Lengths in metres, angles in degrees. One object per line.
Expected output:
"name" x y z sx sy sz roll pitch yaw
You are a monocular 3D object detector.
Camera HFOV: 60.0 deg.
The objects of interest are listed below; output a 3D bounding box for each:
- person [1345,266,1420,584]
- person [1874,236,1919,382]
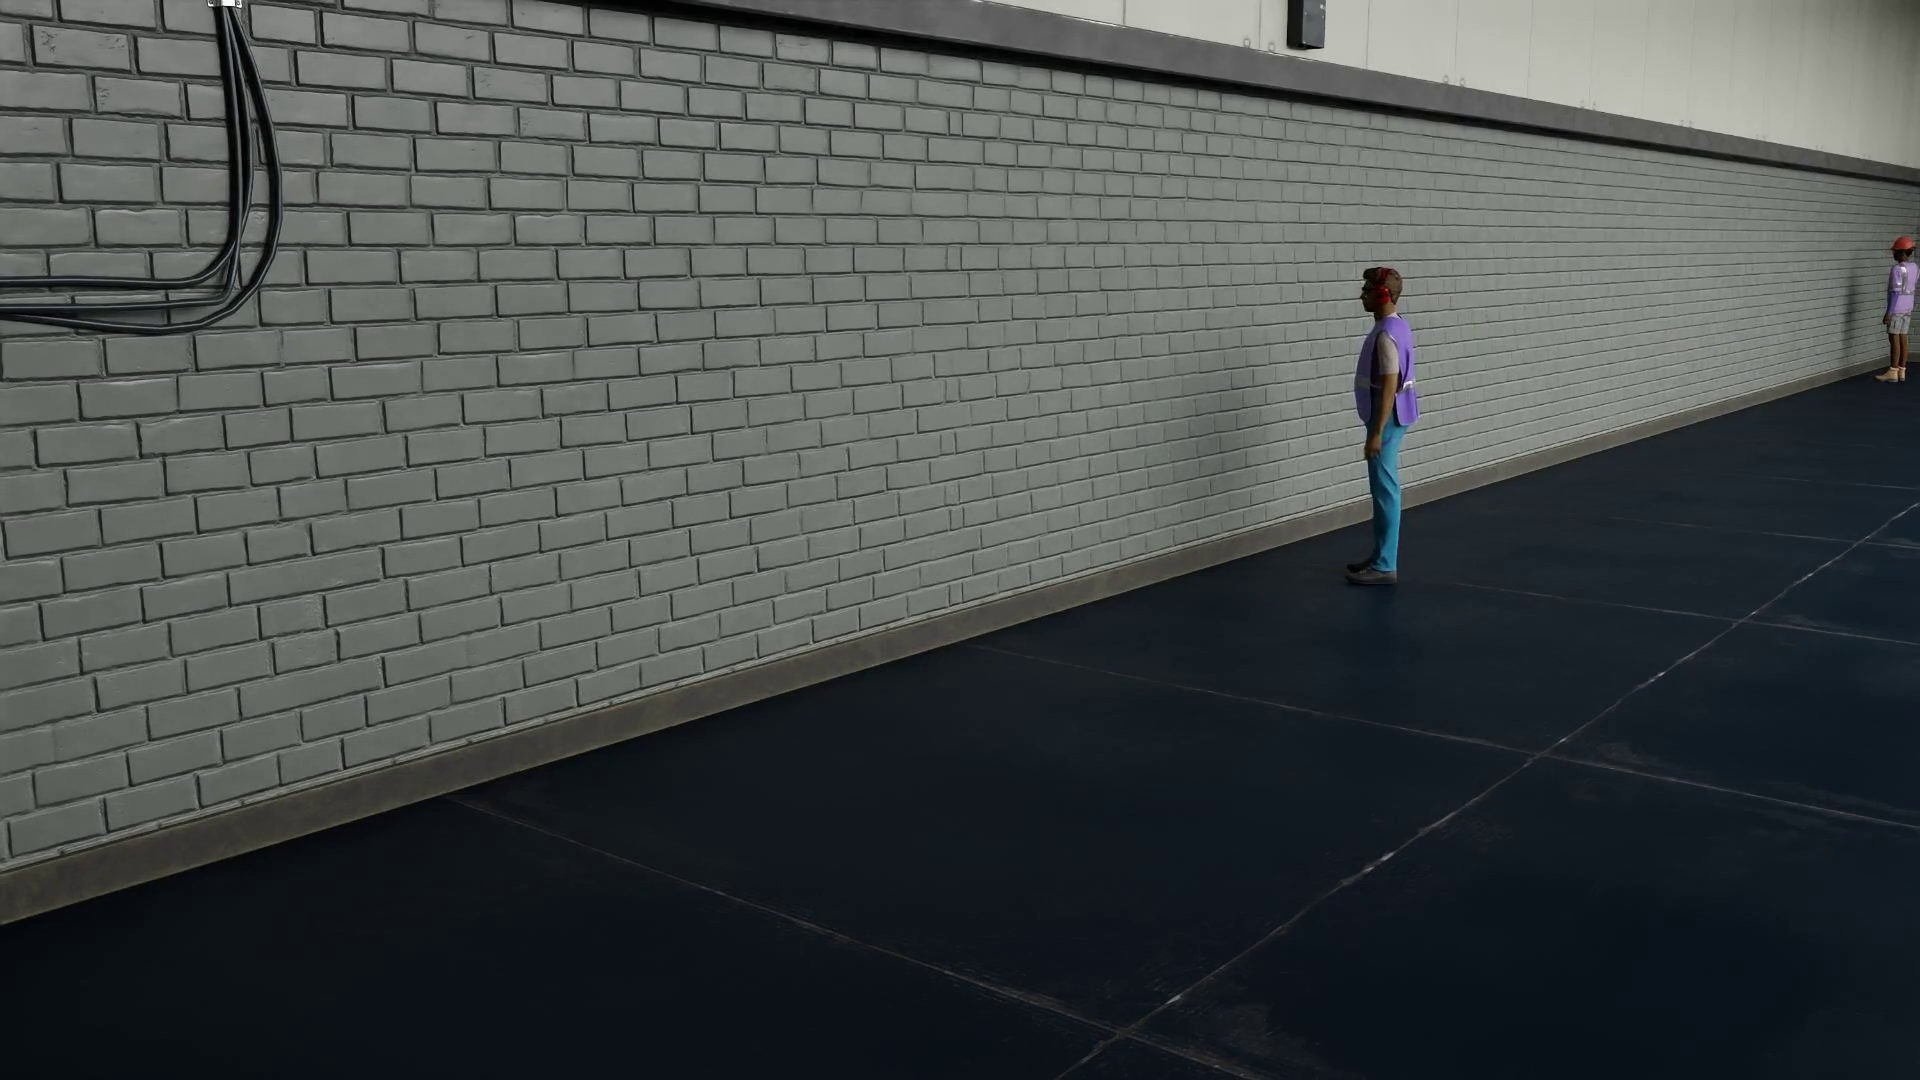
"person" 2.489 -0.669 9.754 0.390 1.848 0.563 3 11 18
"person" 13.343 -3.279 23.665 0.608 2.048 0.365 -8 13 -36
